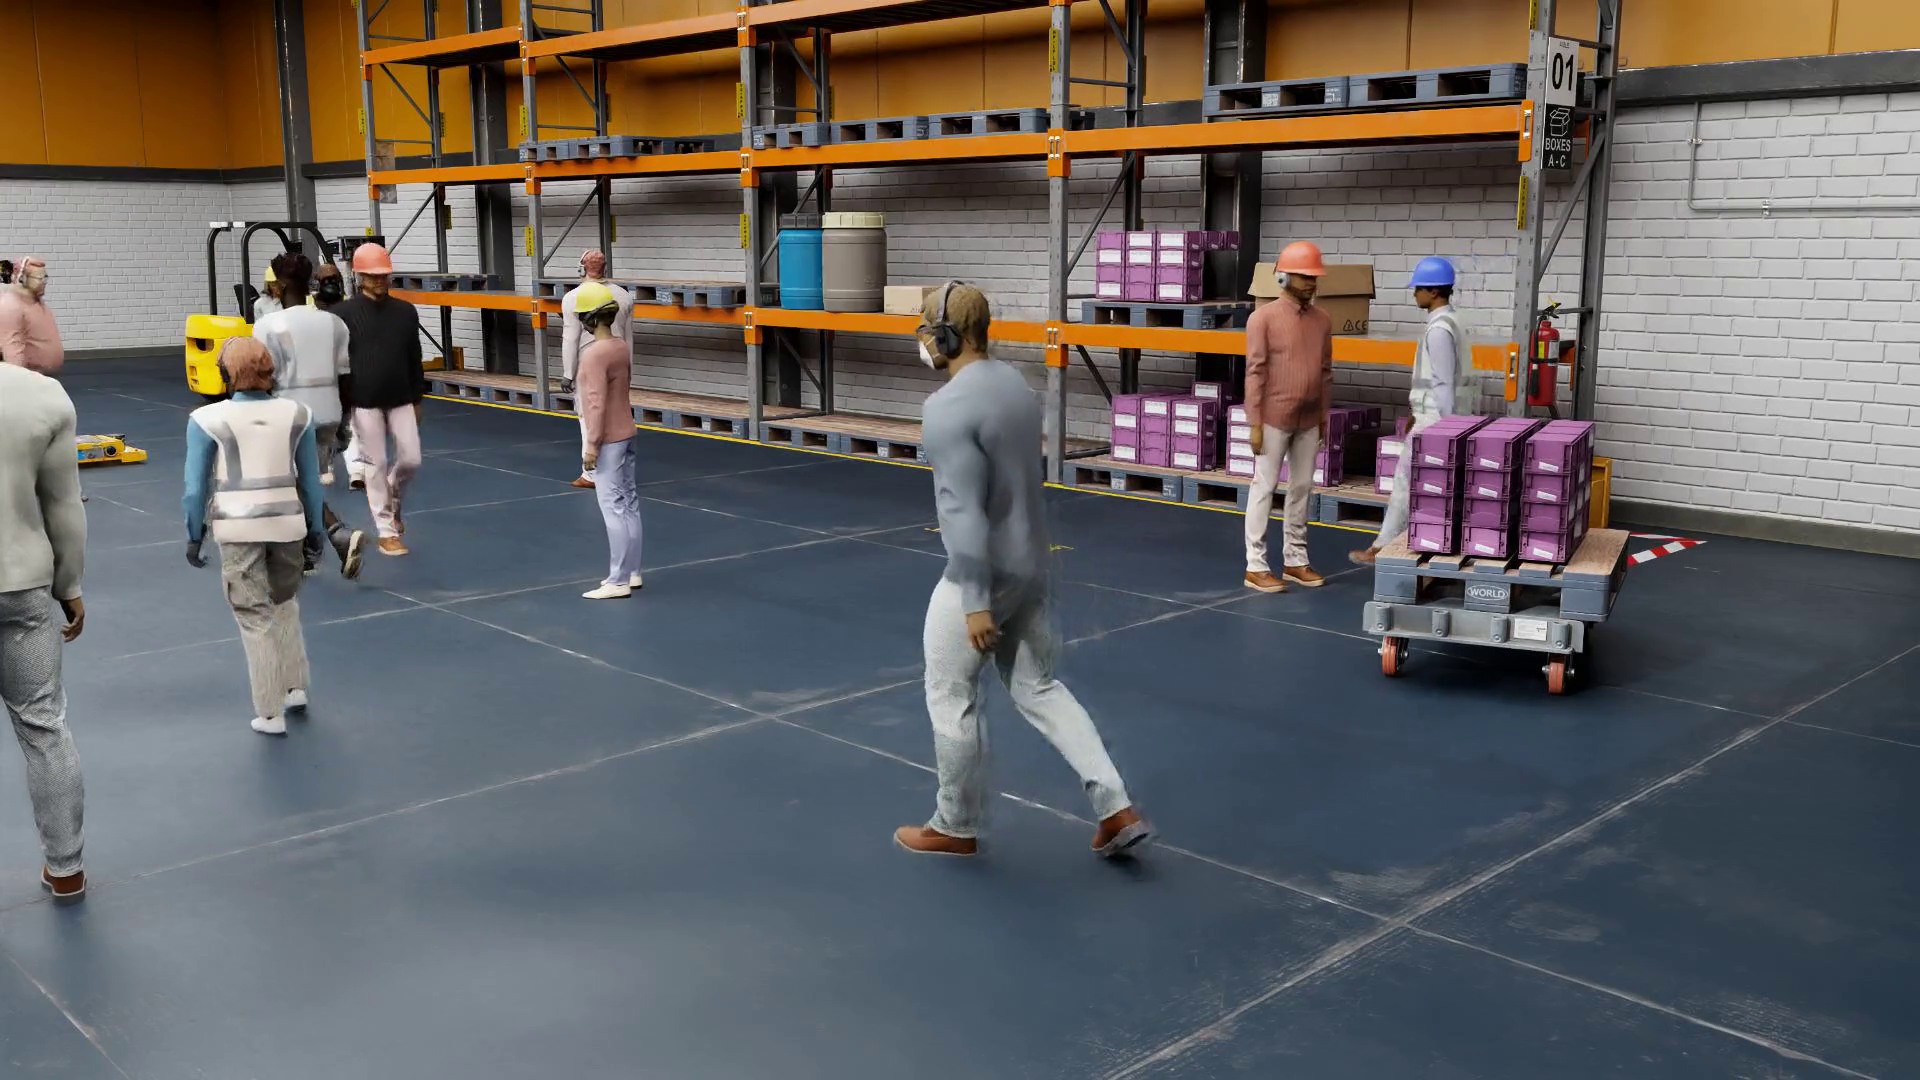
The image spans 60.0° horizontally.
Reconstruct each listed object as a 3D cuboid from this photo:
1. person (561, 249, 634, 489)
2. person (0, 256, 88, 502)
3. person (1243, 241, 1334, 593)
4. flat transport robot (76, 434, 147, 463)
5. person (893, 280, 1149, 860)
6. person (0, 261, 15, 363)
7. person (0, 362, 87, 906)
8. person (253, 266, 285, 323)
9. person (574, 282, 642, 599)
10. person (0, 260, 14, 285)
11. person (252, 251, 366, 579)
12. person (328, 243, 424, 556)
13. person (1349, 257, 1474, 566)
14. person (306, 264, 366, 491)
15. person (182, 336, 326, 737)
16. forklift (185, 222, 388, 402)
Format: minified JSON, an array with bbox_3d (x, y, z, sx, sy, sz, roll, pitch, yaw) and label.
[{"bbox_3d":[-2.925,-1.368,13.372,0.638,1.909,0.408,-10,14,-43],"label":"person"},{"bbox_3d":[-7.051,-1.195,12.540,0.703,1.874,0.651,-2,11,-10],"label":"person"},{"bbox_3d":[1.883,-0.693,9.473,0.612,1.986,0.403,-6,12,-30],"label":"person"},{"bbox_3d":[-7.964,-0.758,14.507,1.431,0.197,0.652,-10,14,-44],"label":"flat transport robot"},{"bbox_3d":[0.210,0.132,5.271,0.827,1.899,0.650,6,12,28],"label":"person"},{"bbox_3d":[-9.309,-1.844,16.078,0.512,1.868,0.329,-10,14,-43],"label":"person"},{"bbox_3d":[-2.886,0.175,4.870,0.628,1.940,0.373,-10,14,-43],"label":"person"},{"bbox_3d":[-6.935,-1.947,17.039,0.499,1.726,0.530,-2,11,-10],"label":"person"},{"bbox_3d":[-1.979,-0.548,9.290,0.329,1.765,0.526,2,11,9],"label":"person"},{"bbox_3d":[-13.064,-3.016,22.938,0.547,1.683,0.494,-1,10,-4],"label":"person"},{"bbox_3d":[-3.775,-0.708,9.701,0.829,1.938,0.602,7,13,34],"label":"person"},{"bbox_3d":[-3.709,-0.893,10.593,0.606,1.975,0.548,-9,13,-39],"label":"person"},{"bbox_3d":[2.937,-0.745,10.013,0.996,1.904,0.591,6,12,28],"label":"person"},{"bbox_3d":[-5.030,-1.296,13.307,0.628,1.792,0.975,-4,11,-22],"label":"person"},{"bbox_3d":[-2.880,-0.014,6.774,0.496,1.623,0.517,10,14,43],"label":"person"},{"bbox_3d":[-8.169,-2.758,20.163,2.313,2.155,1.214,-10,14,-44],"label":"forklift"}]
